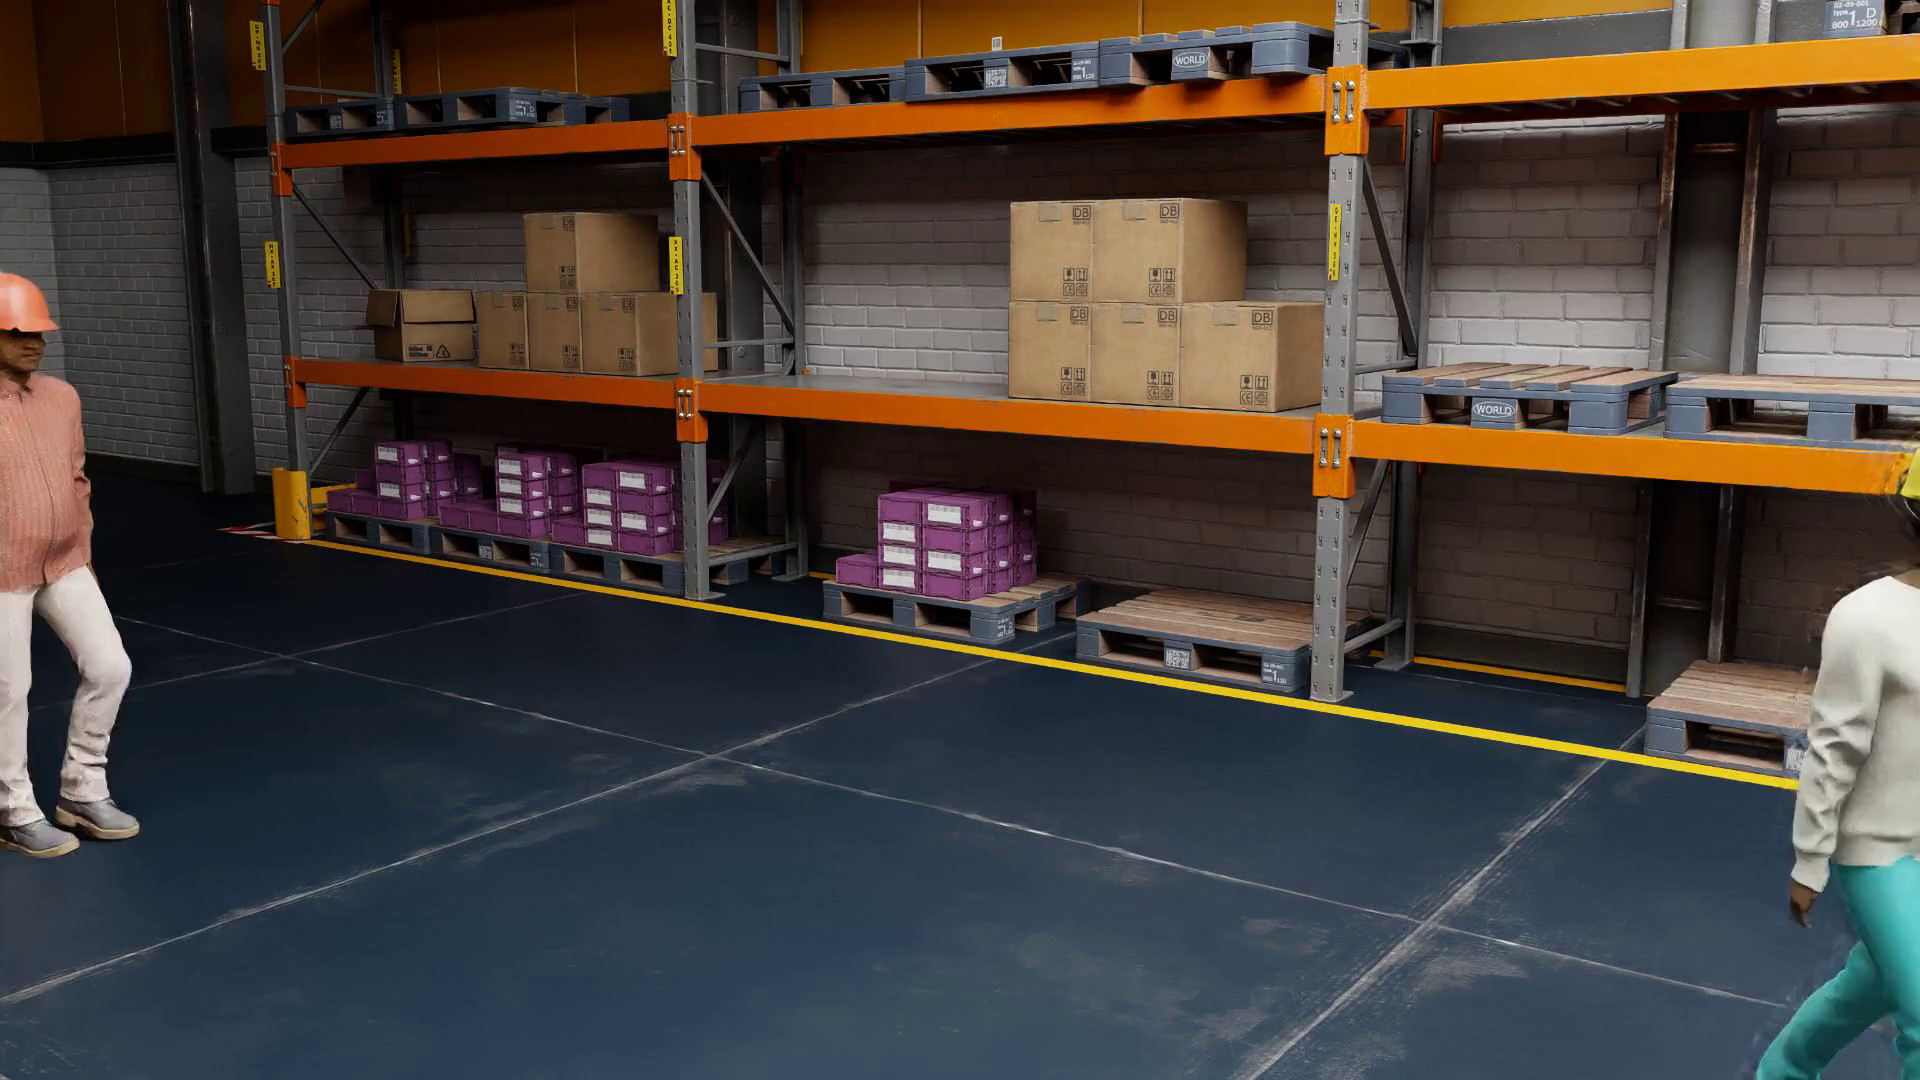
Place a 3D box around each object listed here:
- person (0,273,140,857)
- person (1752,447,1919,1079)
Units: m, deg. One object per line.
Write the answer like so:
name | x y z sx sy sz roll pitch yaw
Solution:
person | -3.080 0.111 5.560 0.582 1.975 0.663 3 10 19
person | 1.928 0.607 3.366 0.534 1.724 0.890 -3 10 -18
